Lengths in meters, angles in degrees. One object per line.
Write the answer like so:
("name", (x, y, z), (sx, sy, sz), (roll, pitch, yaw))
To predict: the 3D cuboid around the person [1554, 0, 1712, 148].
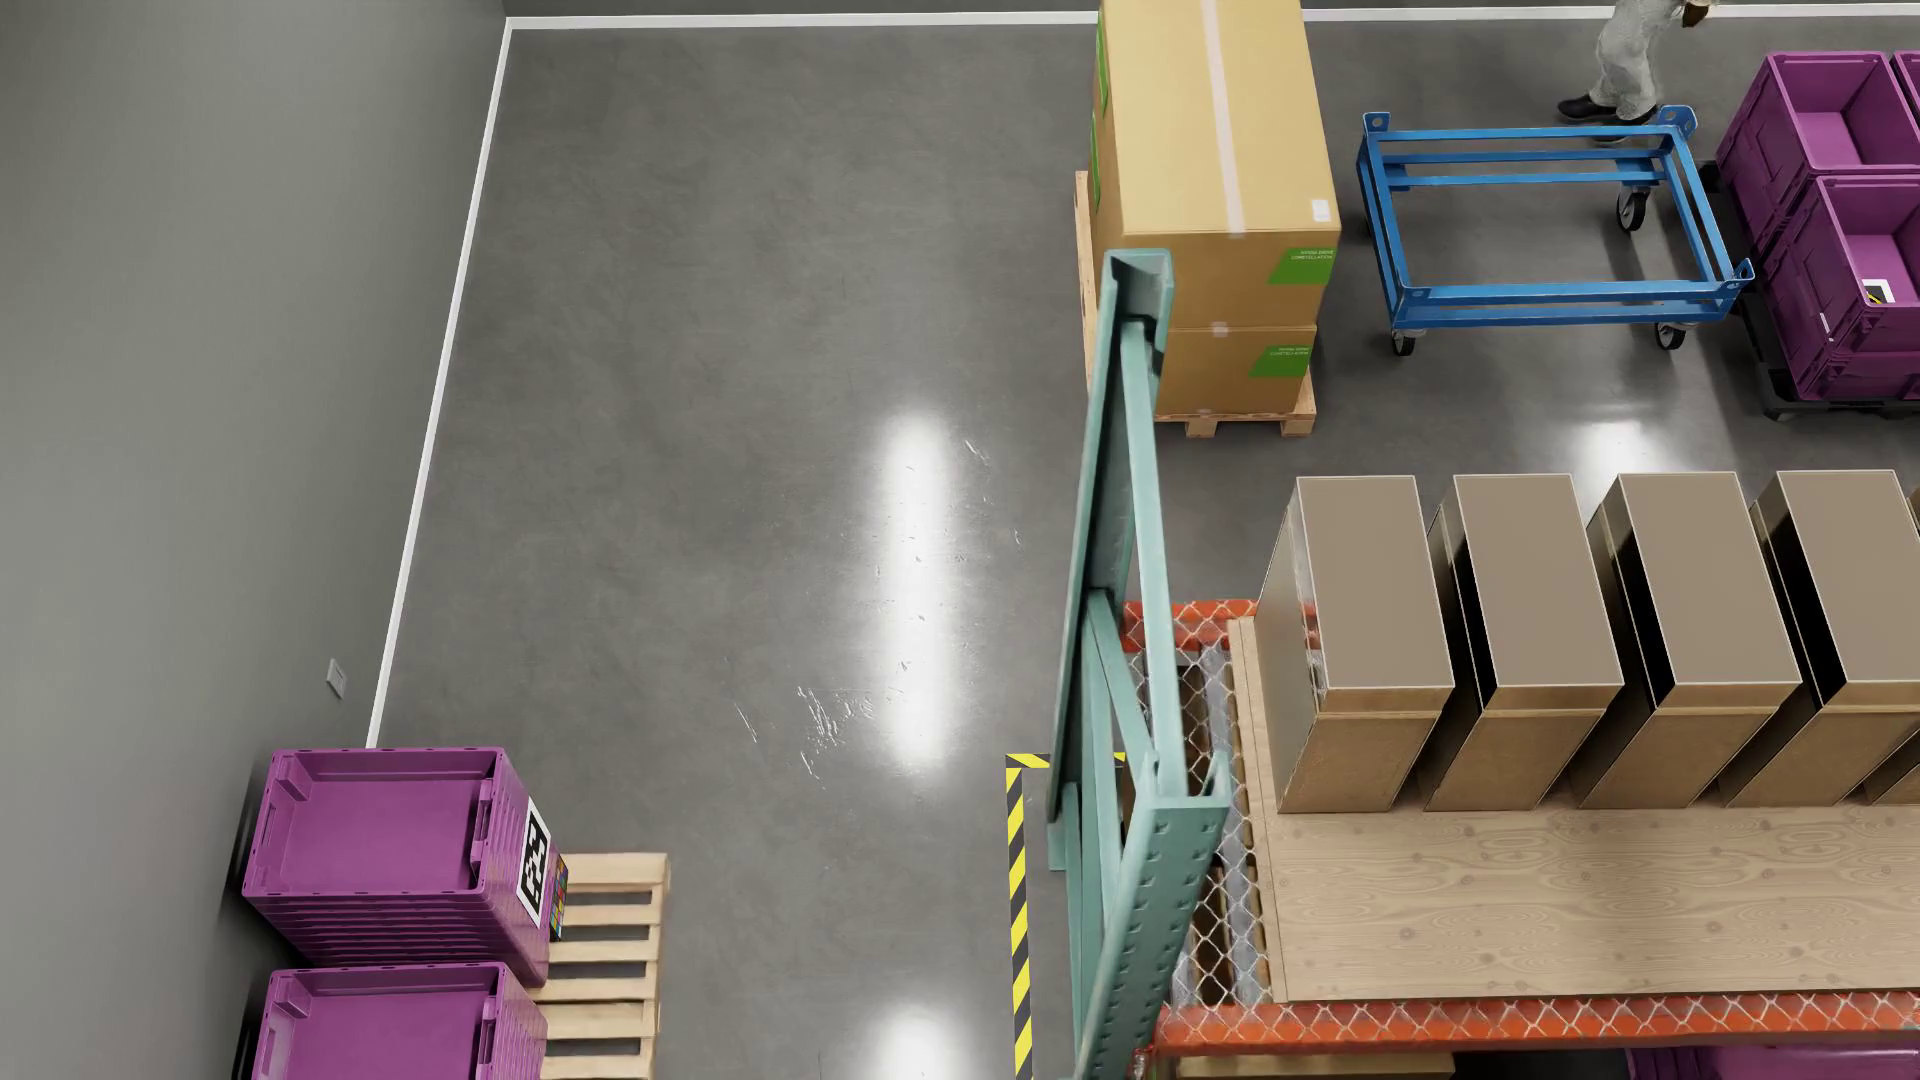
("person", (2.625, -2.205, 6.125), (0.428, 1.816, 0.610), (-2, 58, -1))
